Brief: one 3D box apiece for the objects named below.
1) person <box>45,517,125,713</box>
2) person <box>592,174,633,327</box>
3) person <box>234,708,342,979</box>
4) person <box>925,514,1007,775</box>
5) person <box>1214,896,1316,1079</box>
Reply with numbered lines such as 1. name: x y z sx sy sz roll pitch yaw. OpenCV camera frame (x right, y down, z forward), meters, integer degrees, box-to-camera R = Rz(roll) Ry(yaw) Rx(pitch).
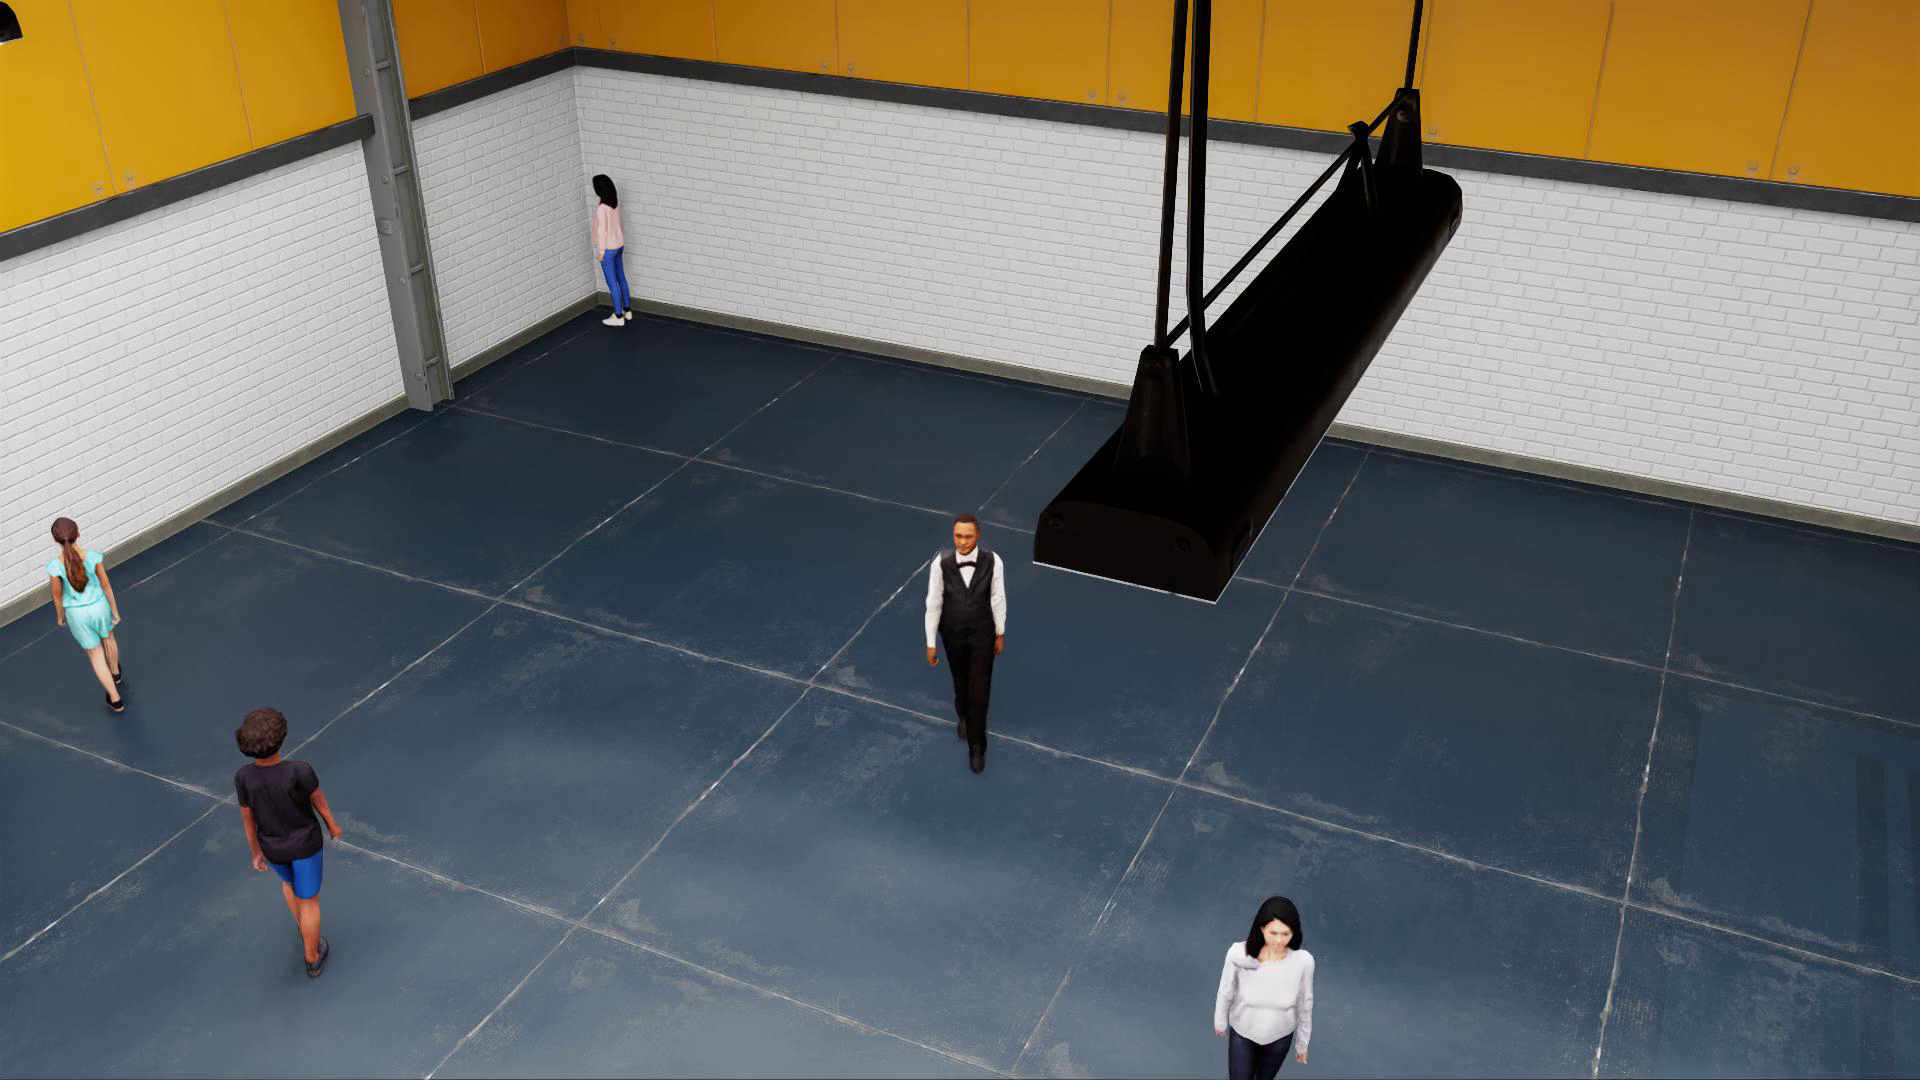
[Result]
1. person: -6.400 0.573 12.247 0.913 1.535 0.862 -21 35 -34
2. person: -4.022 -3.352 19.198 0.728 1.767 0.507 9 30 17
3. person: -3.923 1.816 9.712 0.801 1.780 0.906 -1 29 -2
4. person: 0.065 0.613 11.810 0.947 1.883 1.175 3 29 5
5. person: 1.556 2.472 8.608 0.785 1.685 0.885 1 29 1
